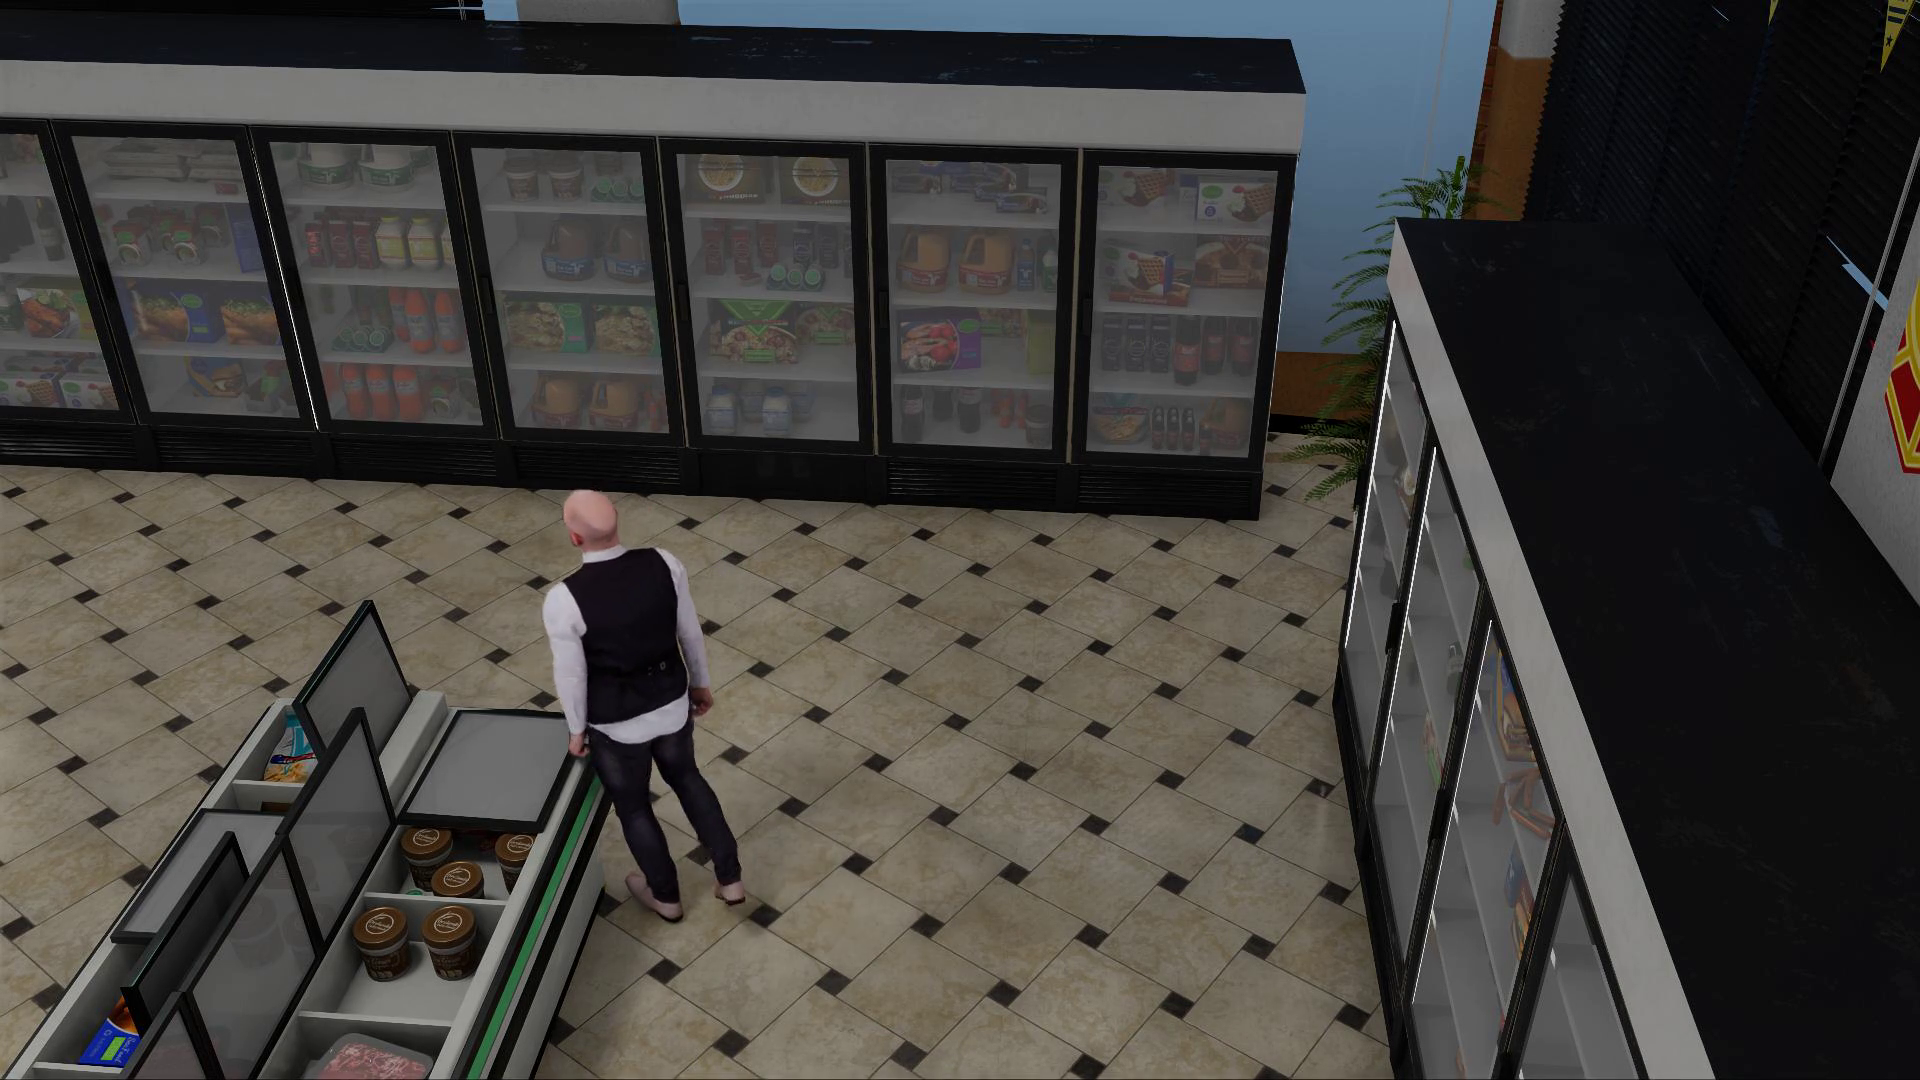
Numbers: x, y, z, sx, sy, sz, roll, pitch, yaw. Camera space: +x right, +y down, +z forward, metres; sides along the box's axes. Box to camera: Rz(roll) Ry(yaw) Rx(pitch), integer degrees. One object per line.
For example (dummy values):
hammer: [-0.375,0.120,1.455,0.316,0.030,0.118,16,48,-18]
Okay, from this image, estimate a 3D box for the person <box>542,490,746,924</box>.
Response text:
person: [-1.106,0.666,5.897,0.948,1.802,1.007,-21,38,-30]
